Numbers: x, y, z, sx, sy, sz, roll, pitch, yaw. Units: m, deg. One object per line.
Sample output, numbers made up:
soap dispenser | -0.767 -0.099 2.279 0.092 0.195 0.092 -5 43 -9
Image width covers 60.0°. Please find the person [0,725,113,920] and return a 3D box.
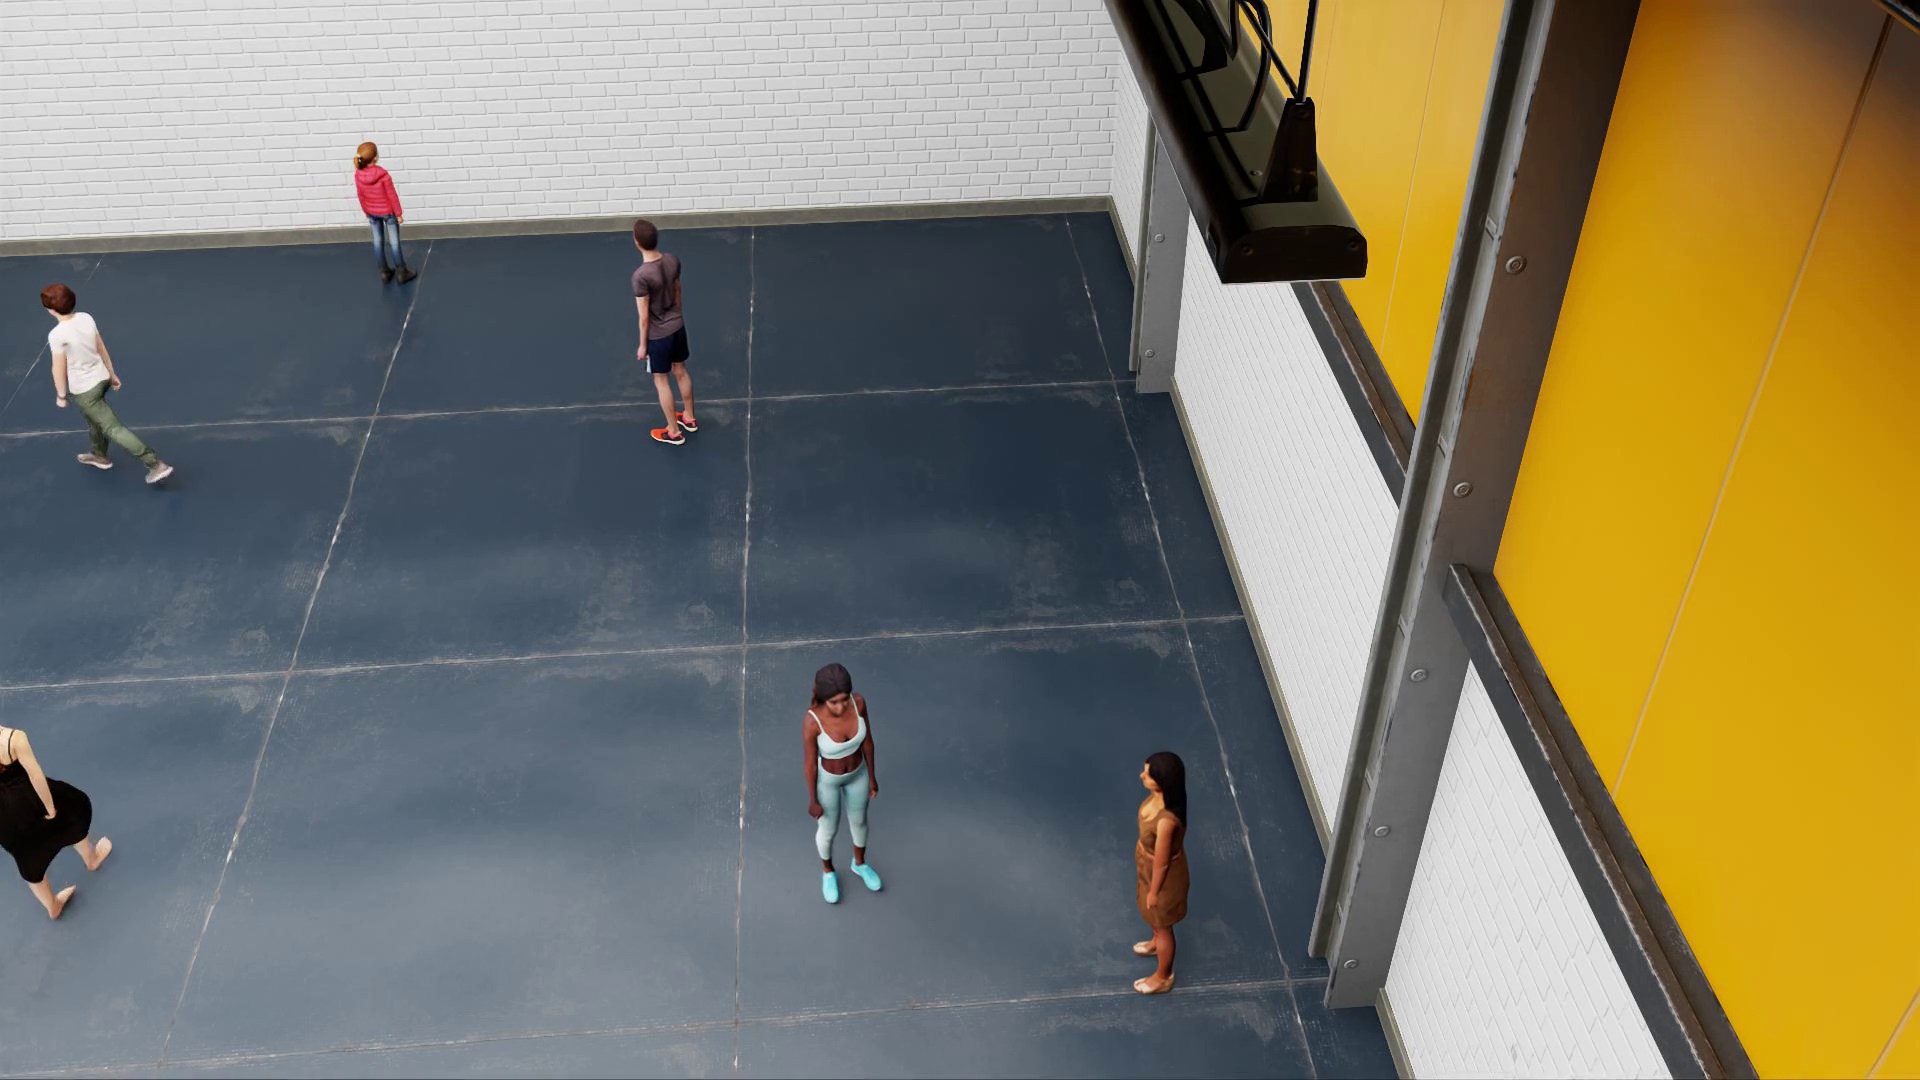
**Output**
person | -5.120 1.465 8.993 0.577 1.607 0.782 -2 39 -3

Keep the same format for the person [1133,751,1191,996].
person | 1.044 1.711 8.622 0.630 1.686 0.486 1 39 1

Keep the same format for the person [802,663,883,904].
person | -0.655 1.310 9.093 0.644 1.723 0.652 -19 42 -22

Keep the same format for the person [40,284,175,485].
person | -6.300 -1.094 12.187 0.866 1.618 1.135 8 39 10

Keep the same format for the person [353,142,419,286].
person | -5.110 -2.885 14.673 0.568 1.317 0.557 7 39 9

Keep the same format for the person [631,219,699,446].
person | -2.249 -1.571 12.598 0.792 1.851 0.690 21 43 24
